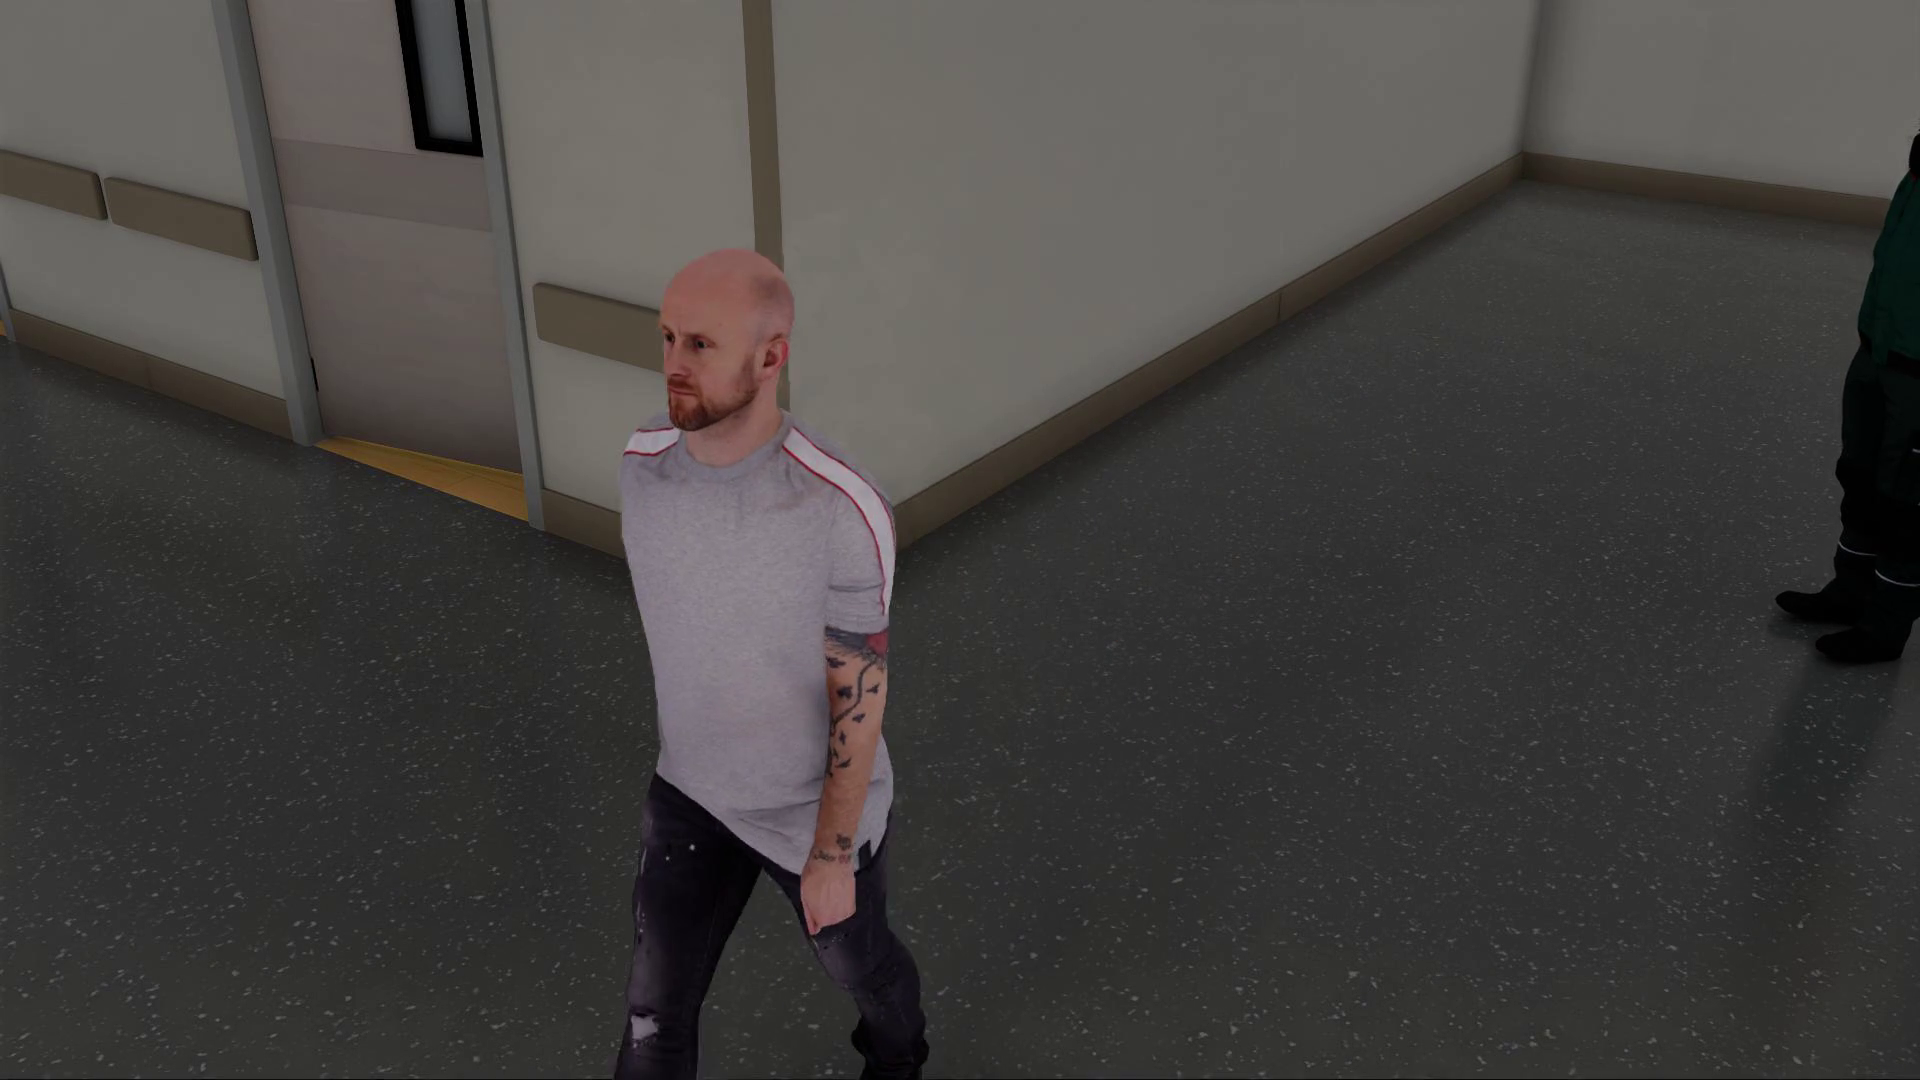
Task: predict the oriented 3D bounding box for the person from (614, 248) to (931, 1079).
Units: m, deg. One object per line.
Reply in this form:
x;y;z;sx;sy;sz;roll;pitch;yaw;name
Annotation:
-0.245;0.401;2.778;0.682;1.786;1.147;17;30;31;person

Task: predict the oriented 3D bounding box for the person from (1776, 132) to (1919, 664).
2.707;-0.538;4.661;0.807;1.843;0.732;-1;26;-3;person
